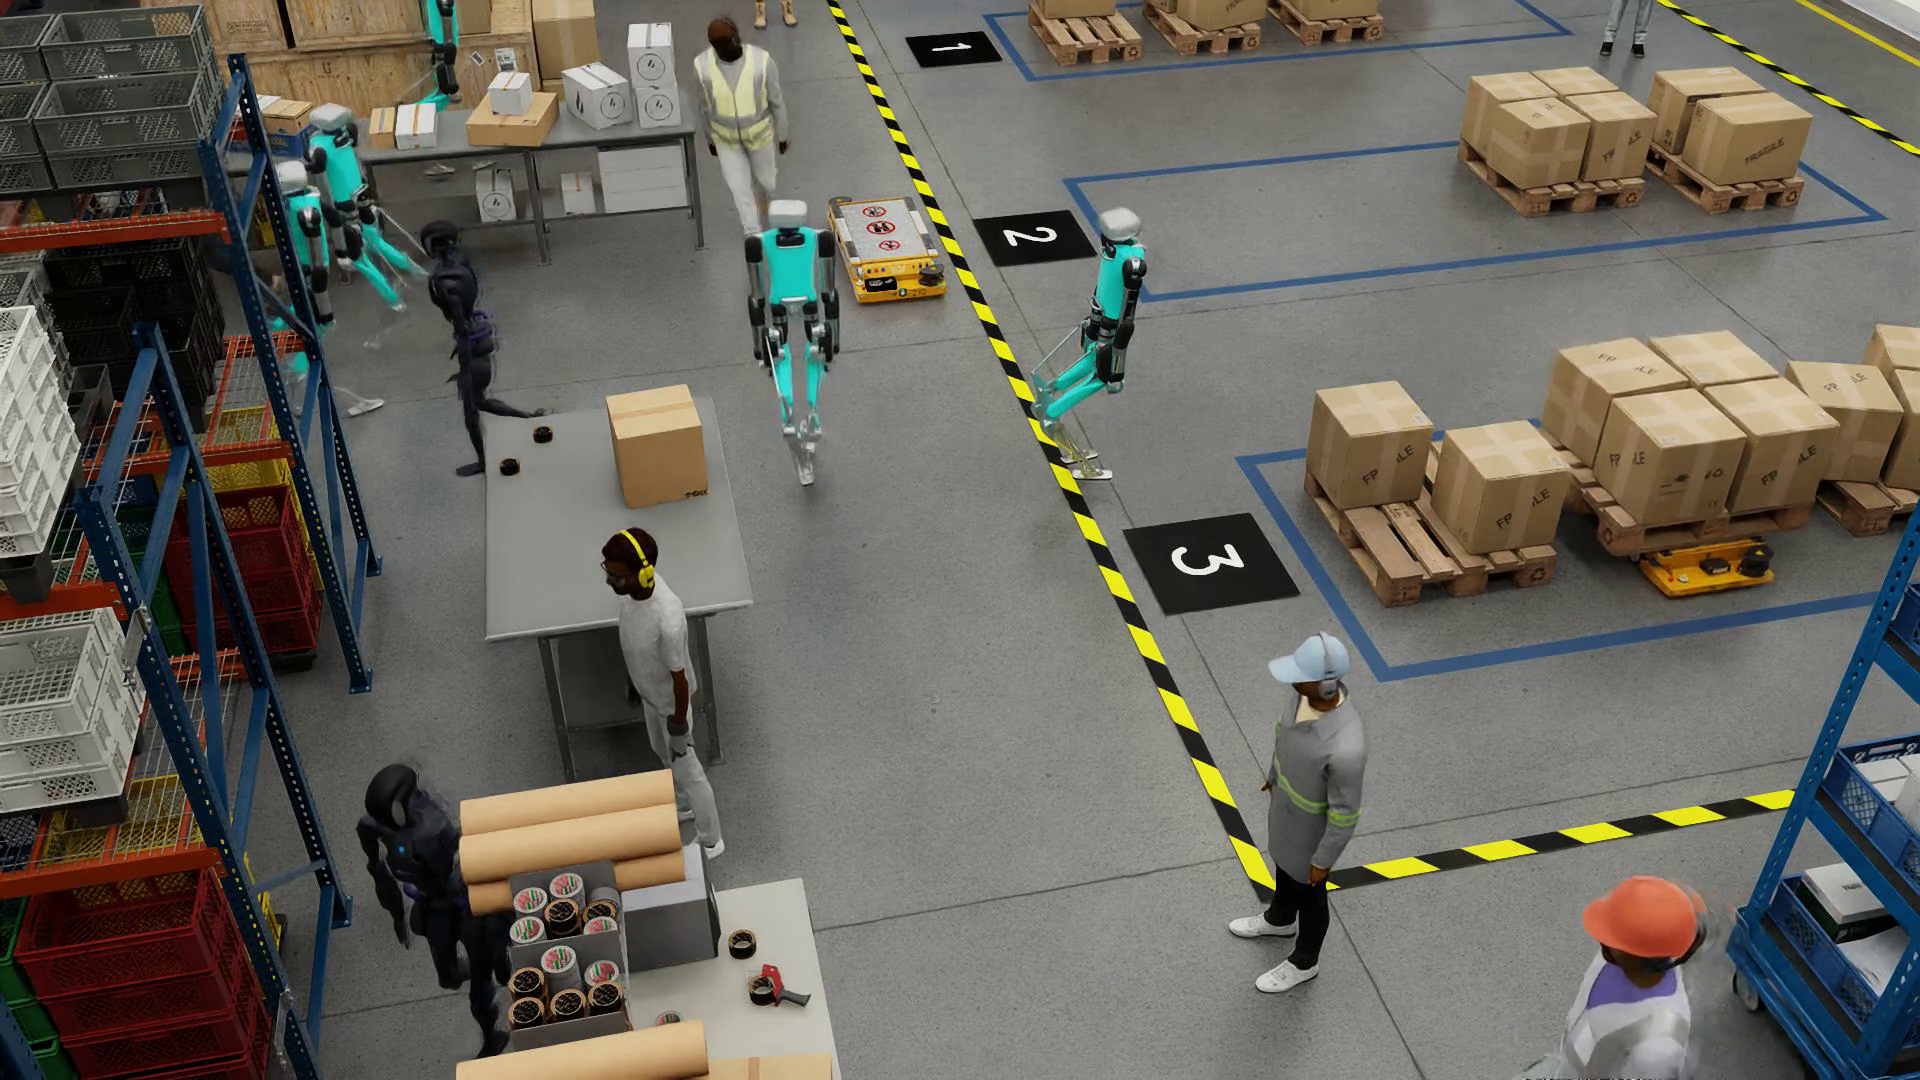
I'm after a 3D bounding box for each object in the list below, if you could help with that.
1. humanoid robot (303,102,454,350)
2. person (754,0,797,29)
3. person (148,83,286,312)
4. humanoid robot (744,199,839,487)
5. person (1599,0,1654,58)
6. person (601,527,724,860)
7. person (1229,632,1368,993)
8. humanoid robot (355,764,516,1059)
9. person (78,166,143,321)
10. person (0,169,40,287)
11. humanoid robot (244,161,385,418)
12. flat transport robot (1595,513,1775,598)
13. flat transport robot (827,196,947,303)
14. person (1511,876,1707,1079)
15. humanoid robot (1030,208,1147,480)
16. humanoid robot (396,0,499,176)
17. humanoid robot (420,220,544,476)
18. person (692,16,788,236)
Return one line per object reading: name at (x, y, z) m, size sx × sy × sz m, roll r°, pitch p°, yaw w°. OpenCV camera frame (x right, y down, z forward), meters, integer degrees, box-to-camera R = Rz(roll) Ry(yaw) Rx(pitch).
humanoid robot at (-3.730, -2.002, 11.042) m, size 0.950 × 1.779 × 0.545 m, roll 6°, pitch 37°, yaw 8°
person at (-1.849, -6.012, 16.145) m, size 0.608 × 2.048 × 0.363 m, roll -8°, pitch 37°, yaw -10°
person at (-5.238, -2.333, 11.392) m, size 0.829 × 1.812 × 0.515 m, roll -9°, pitch 38°, yaw -12°
humanoid robot at (-0.938, -1.061, 9.738) m, size 0.538 × 1.736 × 0.924 m, roll -6°, pitch 37°, yaw -8°
person at (6.414, -5.439, 15.554) m, size 0.602 × 1.828 × 0.404 m, roll 7°, pitch 37°, yaw 10°
person at (-1.310, 0.697, 7.289) m, size 0.340 × 1.860 × 0.498 m, roll -21°, pitch 41°, yaw -25°
person at (1.364, 1.104, 6.744) m, size 0.396 × 1.849 × 0.596 m, roll -7°, pitch 37°, yaw -9°
humanoid robot at (-1.931, 1.391, 6.525) m, size 0.613 × 1.625 × 0.566 m, roll 8°, pitch 37°, yaw 11°
person at (-5.747, -2.260, 11.246) m, size 0.326 × 1.876 × 0.517 m, roll -8°, pitch 37°, yaw -10°
person at (-5.928, -1.664, 10.570) m, size 0.890 × 1.717 × 0.551 m, roll 15°, pitch 39°, yaw 19°
humanoid robot at (-4.176, -1.447, 10.290) m, size 0.889 × 1.782 × 0.573 m, roll -18°, pitch 40°, yaw -23°
flat transport robot at (4.097, -0.202, 9.802) m, size 0.652 × 0.197 × 1.431 m, roll -8°, pitch 37°, yaw -10°
flat transport robot at (-0.570, -2.220, 12.538) m, size 0.659 × 0.231 × 1.431 m, roll -8°, pitch 37°, yaw -10°
person at (2.092, 1.852, 5.587) m, size 0.437 × 2.032 × 0.630 m, roll 4°, pitch 37°, yaw 5°
humanoid robot at (0.681, -1.107, 9.702) m, size 0.735 × 1.673 × 0.533 m, roll -7°, pitch 37°, yaw -10°
humanoid robot at (-4.222, -3.678, 13.266) m, size 0.919 × 1.769 × 0.545 m, roll -15°, pitch 39°, yaw -19°
humanoid robot at (-2.855, -1.137, 9.913) m, size 0.590 × 1.641 × 0.596 m, roll -10°, pitch 38°, yaw -13°
person at (-1.609, -3.031, 12.339) m, size 0.666 × 1.808 × 0.731 m, roll -2°, pitch 37°, yaw -3°
